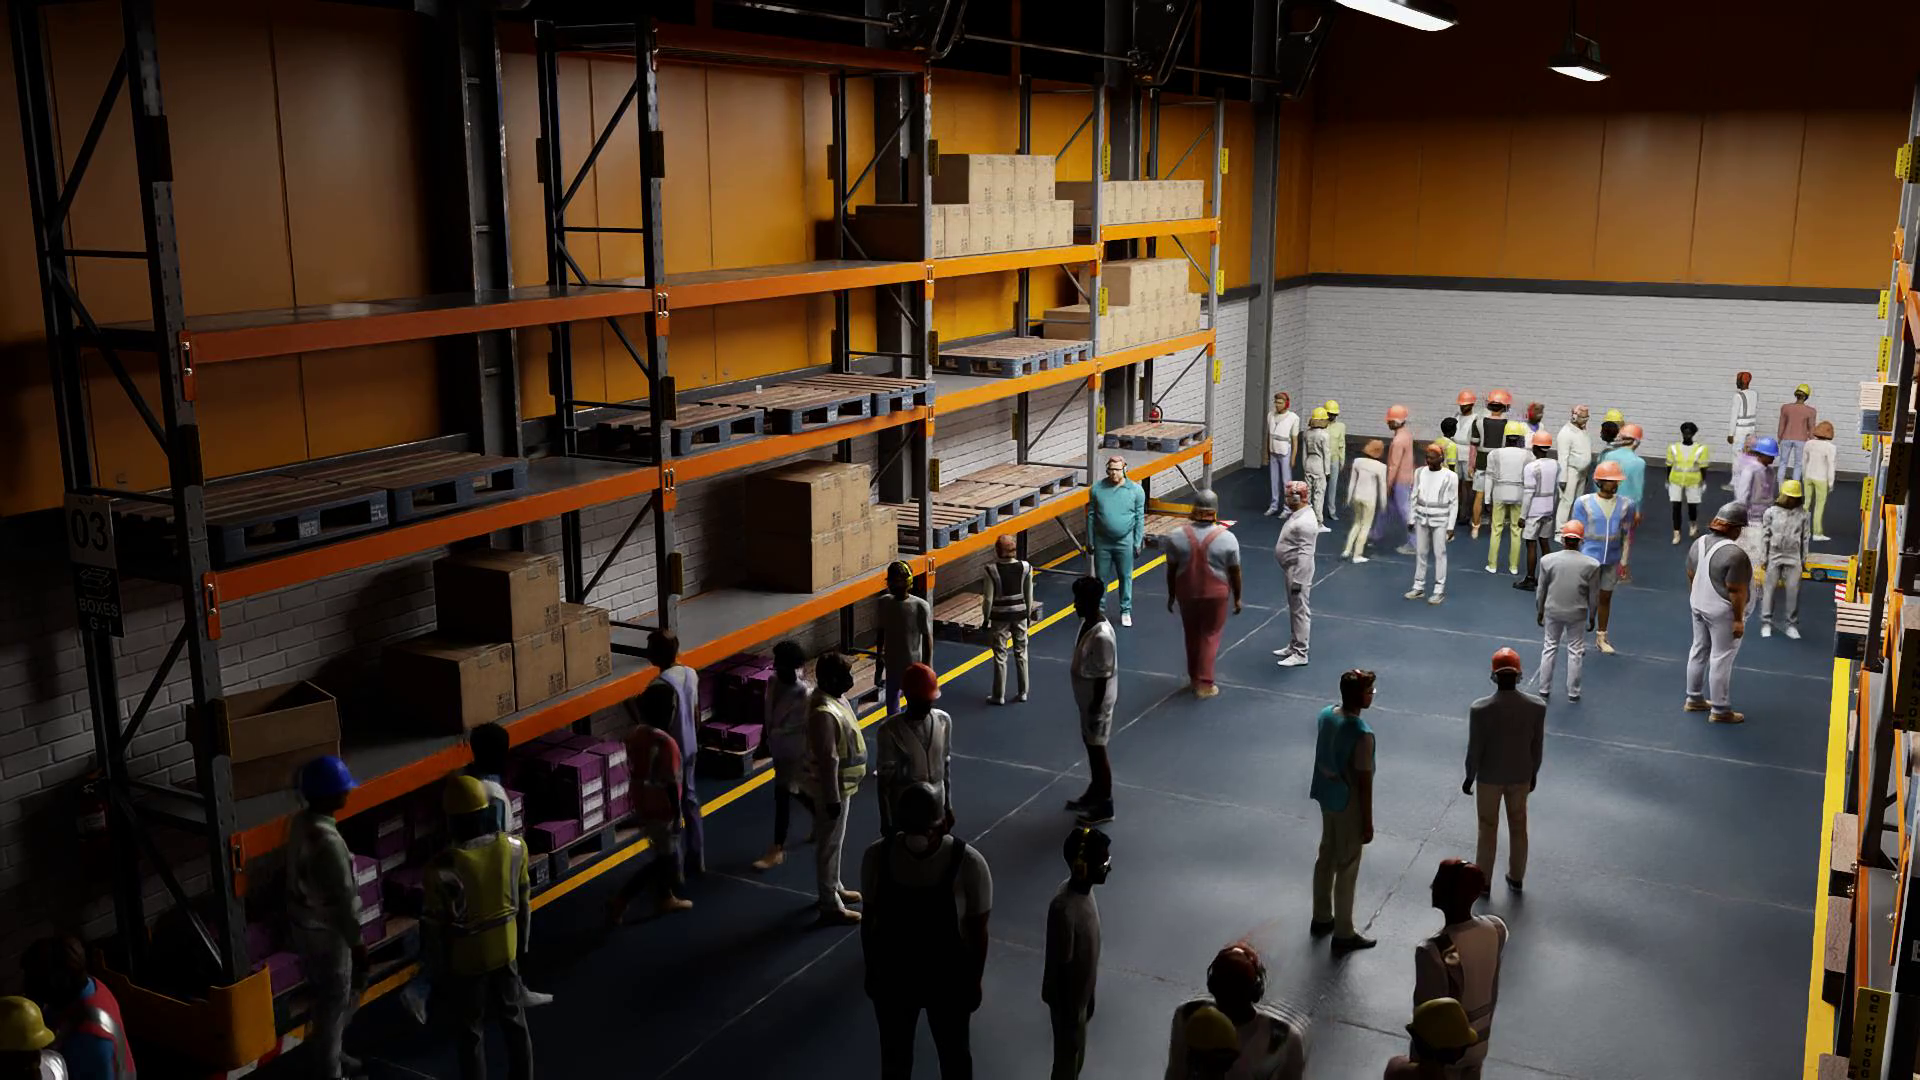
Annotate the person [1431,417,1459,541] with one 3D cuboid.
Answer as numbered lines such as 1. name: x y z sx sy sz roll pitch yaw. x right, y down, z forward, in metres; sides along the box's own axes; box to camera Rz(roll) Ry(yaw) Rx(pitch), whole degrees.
1. person: 6.584 -0.831 22.621 0.319 1.694 0.535 -2 13 -8

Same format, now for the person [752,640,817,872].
1. person: -1.217 1.517 12.143 0.785 1.672 0.535 -9 15 -35

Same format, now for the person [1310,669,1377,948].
1. person: 2.487 1.728 10.811 0.373 1.843 0.572 -4 13 -18

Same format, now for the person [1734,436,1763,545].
1. person: 10.138 -0.534 21.429 0.312 1.631 0.523 2 13 9

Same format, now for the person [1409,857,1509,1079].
1. person: 2.293 2.380 7.806 0.581 1.883 0.349 -9 16 -36

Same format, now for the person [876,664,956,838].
1. person: -0.261 1.719 10.652 0.553 1.933 0.368 -8 15 -33

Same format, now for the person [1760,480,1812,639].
1. person: 8.872 0.203 17.906 0.488 1.737 0.322 3 13 13

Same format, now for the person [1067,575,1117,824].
1. person: 1.024 1.218 12.858 0.371 1.958 0.600 -1 13 -5

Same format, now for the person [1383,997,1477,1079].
1. person: 1.892 2.677 6.741 0.319 1.769 0.523 -4 13 -19

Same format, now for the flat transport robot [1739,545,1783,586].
1. flat transport robot: 9.933 0.302 20.755 0.652 0.197 1.431 7 14 28

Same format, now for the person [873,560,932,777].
1. person: -0.475 1.073 13.695 0.530 1.869 0.311 7 14 27

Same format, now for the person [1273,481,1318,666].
1. person: 3.408 0.335 16.929 0.406 1.902 0.636 1 13 6

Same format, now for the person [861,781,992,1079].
1. person: -0.197 2.165 8.415 0.684 2.000 0.536 3 13 13

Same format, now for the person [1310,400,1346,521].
1. person: 5.265 -1.131 23.813 0.526 1.761 0.340 -2 13 -9

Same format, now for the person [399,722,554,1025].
1. person: -2.849 1.963 9.700 0.830 1.879 0.615 -8 15 -33

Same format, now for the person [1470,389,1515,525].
1. person: 7.648 -1.155 23.467 0.867 1.943 0.622 1 13 6

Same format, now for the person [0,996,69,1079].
1. person: -3.733 2.672 6.648 0.404 1.826 0.596 4 13 18

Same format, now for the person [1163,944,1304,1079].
1. person: 1.119 2.572 6.976 0.587 1.867 0.443 8 15 32

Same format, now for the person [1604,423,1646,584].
1. person: 7.999 -0.433 20.208 0.622 1.969 0.634 -6 14 -24

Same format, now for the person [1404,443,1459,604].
1. person: 5.496 -0.202 19.366 0.337 1.882 0.585 -12 17 -43

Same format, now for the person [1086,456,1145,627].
1. person: 1.704 0.013 18.356 0.643 1.909 0.410 2 13 10

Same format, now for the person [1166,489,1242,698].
1. person: 2.338 0.491 15.910 0.702 2.000 0.549 4 13 18

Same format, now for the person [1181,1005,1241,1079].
1. person: 0.973 2.698 6.737 0.515 1.719 0.864 -5 14 -21

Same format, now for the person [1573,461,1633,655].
1. person: 6.640 0.189 17.248 0.612 2.047 0.361 0 13 0

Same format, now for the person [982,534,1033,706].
1. person: 0.450 0.749 15.666 0.512 1.639 0.311 -5 13 -20

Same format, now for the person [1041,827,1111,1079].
1. person: 0.576 2.298 8.244 0.329 1.861 0.506 3 13 15

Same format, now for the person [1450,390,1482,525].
1. person: 7.156 -1.174 23.627 0.385 1.929 0.543 -8 15 -31

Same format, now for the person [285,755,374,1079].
1. person: -3.392 2.096 8.987 0.453 1.931 0.621 -7 14 -28

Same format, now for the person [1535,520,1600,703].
1. person: 5.755 0.670 15.780 0.569 1.743 0.349 7 14 27

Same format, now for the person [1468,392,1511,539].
1. person: 7.246 -1.006 22.656 0.612 2.029 0.407 4 13 17

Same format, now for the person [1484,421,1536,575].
1. person: 6.827 -0.521 20.720 0.587 1.920 0.397 3 13 13

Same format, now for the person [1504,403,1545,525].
1. person: 7.916 -1.048 23.373 0.872 1.809 0.567 12 17 44

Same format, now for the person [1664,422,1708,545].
1. person: 9.761 -0.773 22.367 0.561 1.677 0.454 8 15 31

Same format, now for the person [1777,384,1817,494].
1. person: 12.879 -1.532 25.627 0.531 1.752 0.342 10 16 39

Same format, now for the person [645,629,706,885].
1. person: -2.036 1.523 11.768 0.345 1.838 0.514 7 14 29

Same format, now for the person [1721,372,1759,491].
1. person: 12.283 -1.706 26.133 0.573 1.877 0.353 -8 15 -32

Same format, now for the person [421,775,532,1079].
1. person: -2.531 2.159 8.730 0.408 1.918 0.585 12 17 43

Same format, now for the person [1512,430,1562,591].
1. person: 6.903 -0.350 19.909 0.542 1.938 0.358 -7 14 -28

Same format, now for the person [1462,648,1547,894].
1. person: 3.770 1.605 11.589 0.560 1.743 0.338 -2 13 -7

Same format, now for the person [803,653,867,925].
1. person: -0.835 1.647 11.187 0.429 1.844 0.623 0 13 -2

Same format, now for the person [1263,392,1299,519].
1. person: 4.667 -1.231 24.084 0.387 1.837 0.563 -9 15 -34

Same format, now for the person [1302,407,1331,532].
1. person: 4.976 -0.980 23.168 0.296 1.744 0.487 -9 15 -35

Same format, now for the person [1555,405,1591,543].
1. person: 8.268 -0.879 22.387 0.654 1.894 0.401 -11 17 -41

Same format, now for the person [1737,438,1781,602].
1. person: 9.410 -0.242 19.449 0.653 1.918 0.600 -9 16 -36

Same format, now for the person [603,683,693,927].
1. person: -2.080 1.776 10.988 0.641 1.671 0.555 -9 15 -34

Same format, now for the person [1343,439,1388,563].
1. person: 5.220 -0.495 21.320 0.413 1.599 0.519 -10 16 -39

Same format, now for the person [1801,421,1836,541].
1. person: 11.685 -0.809 22.652 0.266 1.631 0.507 -5 14 -22

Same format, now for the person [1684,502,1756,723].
1. person: 7.000 0.639 15.248 0.536 2.000 0.676 -3 13 -13

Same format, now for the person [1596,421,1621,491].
1. person: 8.666 -0.746 22.244 0.320 1.694 0.535 9 16 36

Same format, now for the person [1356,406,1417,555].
1. person: 5.647 -0.790 21.846 0.972 1.946 0.637 6 14 23

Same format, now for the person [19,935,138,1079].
1. person: -3.758 2.553 7.165 0.432 1.835 0.631 -7 15 -30
